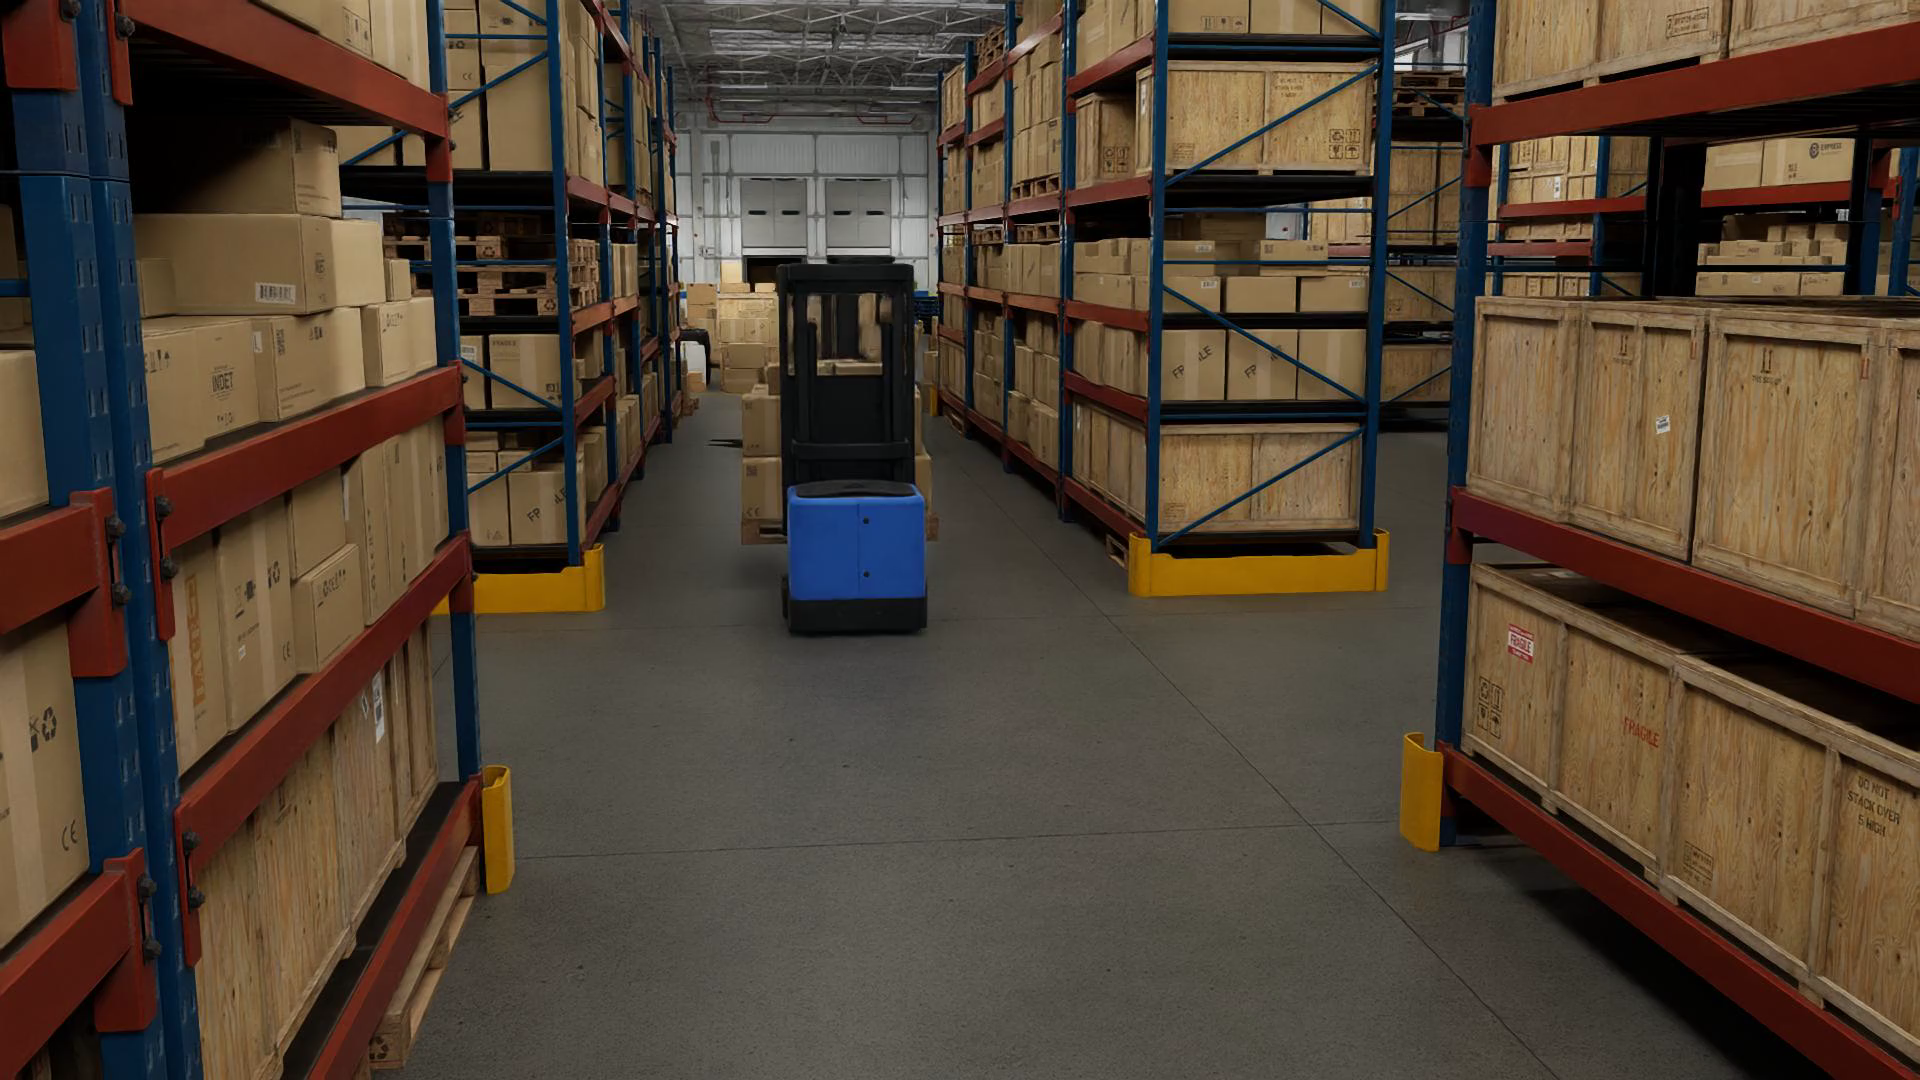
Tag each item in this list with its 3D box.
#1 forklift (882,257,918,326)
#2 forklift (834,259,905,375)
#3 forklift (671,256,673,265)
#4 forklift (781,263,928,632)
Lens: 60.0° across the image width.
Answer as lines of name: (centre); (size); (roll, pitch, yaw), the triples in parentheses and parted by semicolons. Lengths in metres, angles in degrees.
forklift: (-2.263, -6.937, 48.952); (1.873, 2.768, 1.129); (-6, 11, -31)
forklift: (-1.650, -2.756, 24.608); (1.873, 2.768, 1.129); (-1, 10, -7)
forklift: (-10.987, -9.066, 61.344); (1.129, 2.768, 1.873); (-1, 10, -7)
forklift: (-0.871, -0.798, 13.212); (1.129, 2.768, 1.873); (-1, 10, -7)
